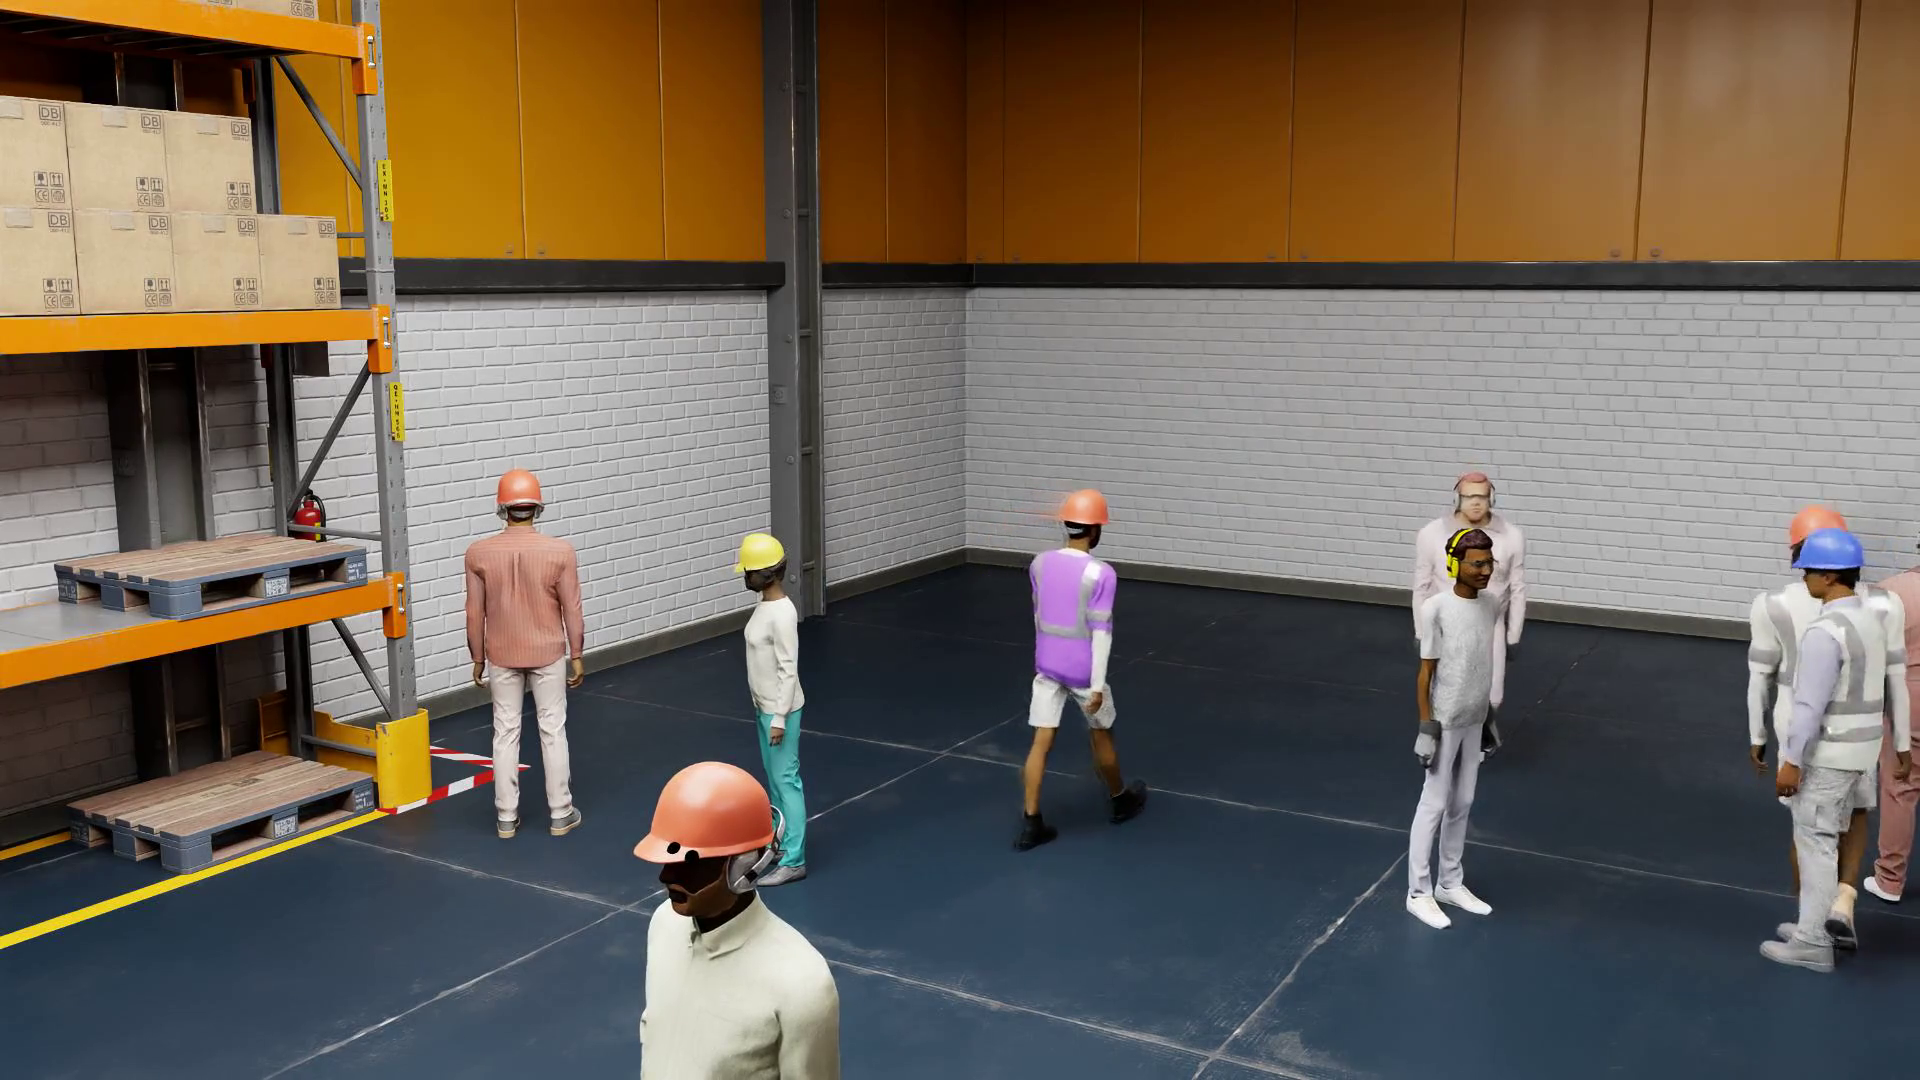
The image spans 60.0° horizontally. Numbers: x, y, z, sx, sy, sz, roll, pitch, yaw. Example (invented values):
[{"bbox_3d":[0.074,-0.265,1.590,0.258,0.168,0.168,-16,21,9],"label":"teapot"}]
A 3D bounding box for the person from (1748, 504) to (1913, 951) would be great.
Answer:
[{"bbox_3d":[3.842,0.855,7.374,0.676,2.013,0.562,4,10,26],"label":"person"}]

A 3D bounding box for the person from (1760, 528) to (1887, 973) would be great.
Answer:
[{"bbox_3d":[3.771,0.914,7.252,0.616,1.936,0.441,-9,13,-43],"label":"person"}]

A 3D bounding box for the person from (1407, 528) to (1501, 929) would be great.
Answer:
[{"bbox_3d":[2.334,0.862,7.777,0.523,1.870,0.317,-6,11,-33],"label":"person"}]

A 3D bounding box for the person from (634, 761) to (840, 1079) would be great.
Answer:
[{"bbox_3d":[-0.517,1.455,3.681,0.609,1.996,0.379,8,12,42],"label":"person"}]

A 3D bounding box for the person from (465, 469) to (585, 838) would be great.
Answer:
[{"bbox_3d":[-2.324,0.612,8.940,0.622,1.995,0.376,-1,9,-5],"label":"person"}]

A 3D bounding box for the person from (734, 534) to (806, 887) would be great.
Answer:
[{"bbox_3d":[-0.945,0.838,8.275,0.327,1.760,0.523,-3,10,-18],"label":"person"}]

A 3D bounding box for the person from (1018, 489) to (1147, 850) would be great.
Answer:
[{"bbox_3d":[0.642,0.667,8.945,0.568,1.883,0.993,7,11,36],"label":"person"}]

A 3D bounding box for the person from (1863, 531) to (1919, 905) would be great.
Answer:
[{"bbox_3d":[4.649,0.813,7.968,0.643,1.908,0.399,3,10,19],"label":"person"}]

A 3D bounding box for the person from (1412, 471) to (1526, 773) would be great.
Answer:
[{"bbox_3d":[2.999,0.517,9.846,0.641,1.895,0.629,2,9,12],"label":"person"}]
